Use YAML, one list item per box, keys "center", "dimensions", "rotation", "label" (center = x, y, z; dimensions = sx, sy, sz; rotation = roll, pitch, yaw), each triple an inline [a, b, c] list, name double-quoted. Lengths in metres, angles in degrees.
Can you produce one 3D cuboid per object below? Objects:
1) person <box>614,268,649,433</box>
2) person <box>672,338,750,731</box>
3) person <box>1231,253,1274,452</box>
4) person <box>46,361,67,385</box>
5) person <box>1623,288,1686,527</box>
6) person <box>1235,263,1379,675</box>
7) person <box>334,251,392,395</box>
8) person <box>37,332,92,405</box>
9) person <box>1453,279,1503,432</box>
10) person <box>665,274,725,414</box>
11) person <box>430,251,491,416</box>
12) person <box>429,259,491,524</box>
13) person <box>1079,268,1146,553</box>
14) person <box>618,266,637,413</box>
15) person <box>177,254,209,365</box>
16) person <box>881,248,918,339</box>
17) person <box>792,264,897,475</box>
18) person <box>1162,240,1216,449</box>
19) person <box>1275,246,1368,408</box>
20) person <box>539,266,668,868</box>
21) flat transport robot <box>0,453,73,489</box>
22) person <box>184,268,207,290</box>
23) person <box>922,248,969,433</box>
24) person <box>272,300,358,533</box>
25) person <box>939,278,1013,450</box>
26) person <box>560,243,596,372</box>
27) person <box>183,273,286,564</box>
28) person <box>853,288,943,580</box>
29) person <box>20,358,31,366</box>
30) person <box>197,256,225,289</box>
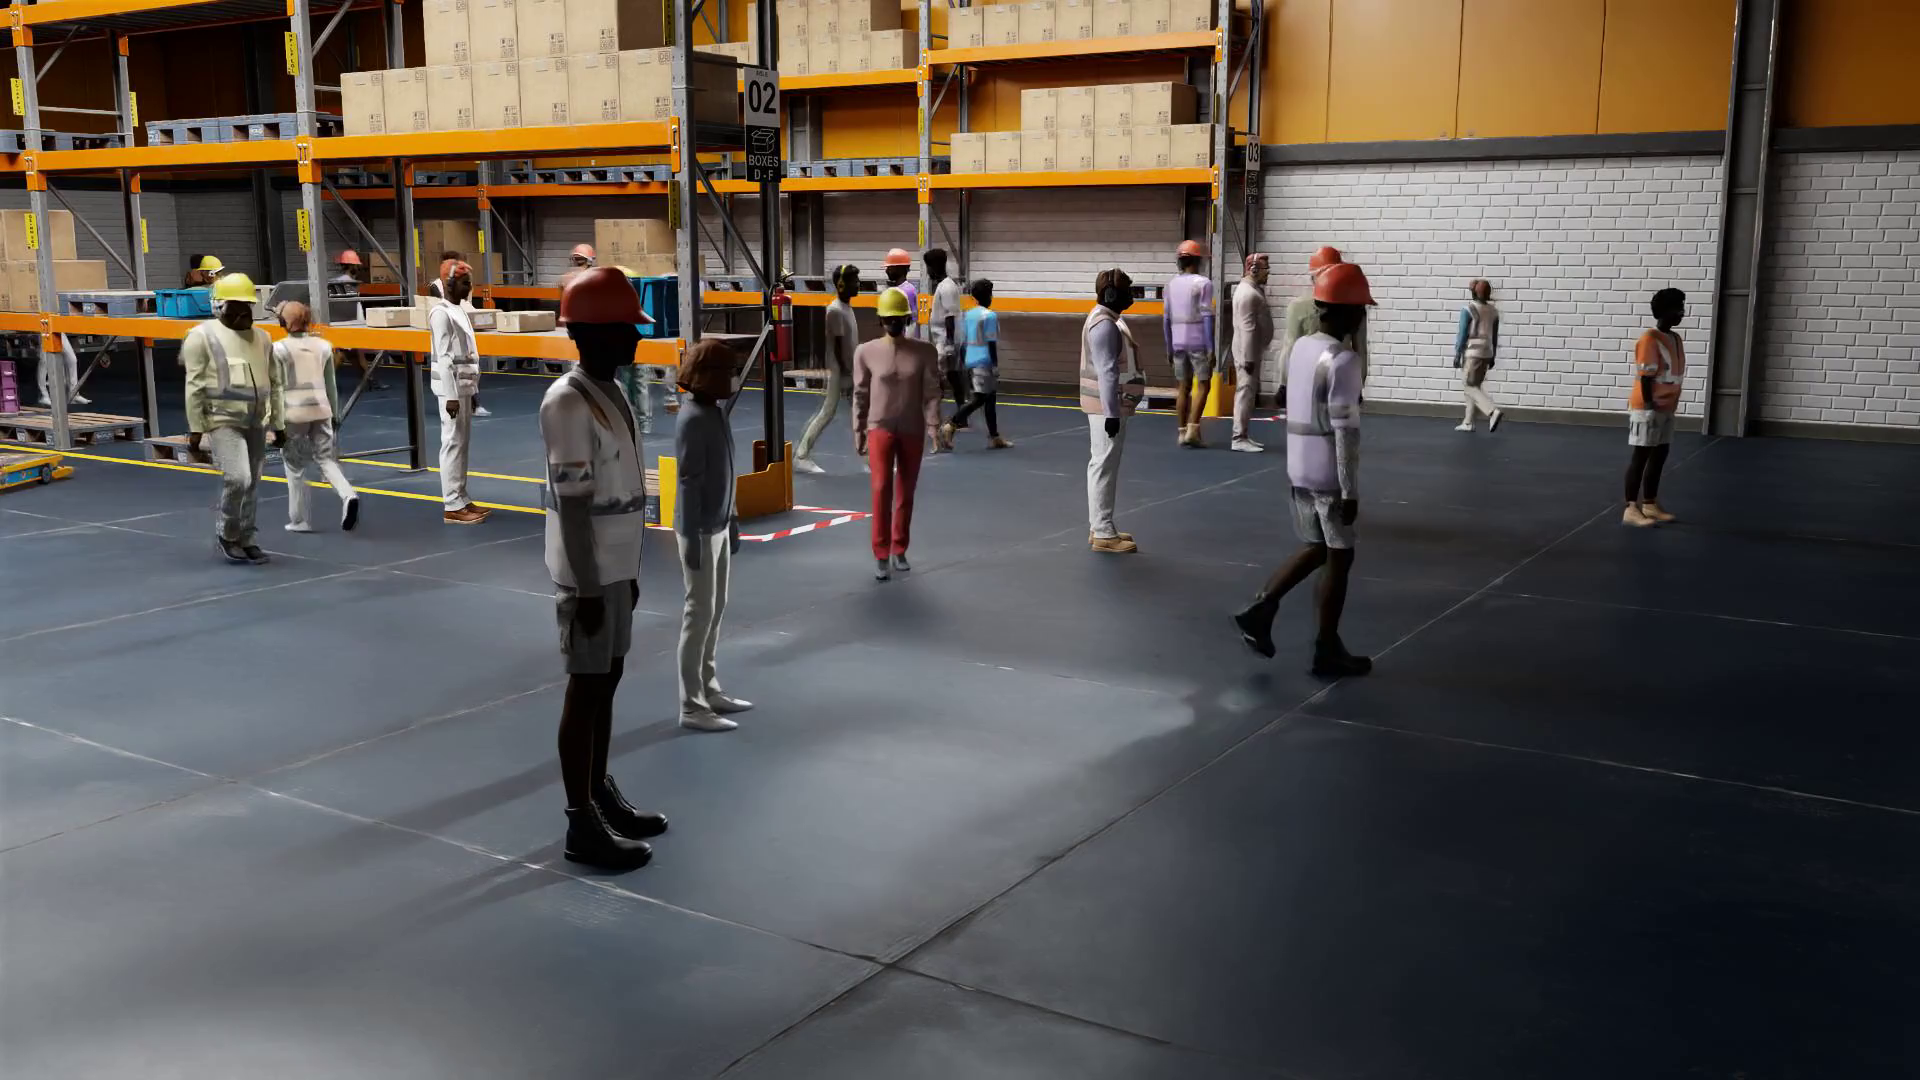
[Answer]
- center: [-3.521, -1.981, 17.456]
  dimensions: [0.555, 1.722, 0.514]
  rotation: [4, 11, 22]
  label: "person"
- center: [-1.042, -0.027, 6.938]
  dimensions: [0.286, 1.627, 0.508]
  rotation: [2, 10, 9]
  label: "person"
- center: [2.808, -1.792, 15.973]
  dimensions: [0.395, 1.900, 0.650]
  rotation: [2, 10, 9]
  label: "person"
- center: [-12.849, -3.114, 23.293]
  dimensions: [0.456, 1.904, 0.595]
  rotation: [-6, 12, -29]
  label: "person"
- center: [4.938, -0.936, 11.797]
  dimensions: [0.544, 1.690, 0.319]
  rotation: [-9, 14, -42]
  label: "person"
- center: [1.638, -0.307, 7.666]
  dimensions: [0.551, 1.917, 0.558]
  rotation: [-3, 11, -17]
  label: "person"
- center: [-8.041, -2.850, 21.868]
  dimensions: [1.014, 1.887, 0.569]
  rotation: [-9, 14, -41]
  label: "person"
- center: [-11.041, -2.548, 20.315]
  dimensions: [0.809, 1.842, 0.535]
  rotation: [4, 11, 20]
  label: "person"
- center: [5.446, -1.911, 17.365]
  dimensions: [0.516, 1.622, 0.657]
  rotation: [-6, 12, -31]
  label: "person"
- center: [-3.079, -2.369, 19.153]
  dimensions: [0.955, 1.894, 0.646]
  rotation: [8, 13, 37]
  label: "person"
- center: [-5.692, -2.333, 18.964]
  dimensions: [0.808, 1.885, 0.611]
  rotation: [7, 12, 34]
  label: "person"
- center: [-3.604, -1.062, 11.946]
  dimensions: [0.356, 1.886, 0.574]
  rotation: [-1, 10, -5]
  label: "person"
- center: [0.995, -0.848, 10.886]
  dimensions: [0.429, 1.844, 0.623]
  rotation: [0, 10, 3]
  label: "person"
- center: [-3.823, -2.253, 18.947]
  dimensions: [0.563, 1.728, 0.450]
  rotation: [-7, 12, -34]
  label: "person"
- center: [-12.281, -3.719, 26.942]
  dimensions: [0.937, 1.792, 0.639]
  rotation: [-1, 10, -8]
  label: "person"
- center: [-0.607, -1.930, 16.608]
  dimensions: [0.361, 1.935, 0.553]
  rotation: [-2, 11, -13]
  label: "person"
- center: [-1.022, -1.455, 14.327]
  dimensions: [0.990, 1.825, 0.541]
  rotation: [2, 11, 13]
  label: "person"
- center: [2.237, -1.898, 16.274]
  dimensions: [0.486, 2.013, 0.682]
  rotation: [-9, 13, -40]
  label: "person"
- center: [2.633, -1.154, 12.189]
  dimensions: [0.614, 1.978, 0.428]
  rotation: [-3, 11, -15]
  label: "person"
- center: [-1.157, 0.084, 5.450]
  dimensions: [0.372, 1.939, 0.544]
  rotation: [1, 10, 4]
  label: "person"
- center: [-7.910, -0.534, 13.495]
  dimensions: [0.652, 0.197, 1.431]
  rotation: [0, 10, 1]
  label: "flat transport robot"
- center: [-10.722, -3.008, 23.456]
  dimensions: [0.281, 1.624, 0.494]
  rotation: [5, 11, 25]
  label: "person"
- center: [-0.223, -2.078, 17.430]
  dimensions: [0.720, 1.927, 0.664]
  rotation: [0, 10, 0]
  label: "person"
- center: [-4.433, -0.827, 11.380]
  dimensions: [0.647, 1.616, 0.527]
  rotation: [8, 13, 37]
  label: "person"
- center: [0.135, -1.685, 16.002]
  dimensions: [0.766, 1.664, 0.543]
  rotation: [-4, 11, -22]
  label: "person"
- center: [-4.483, -2.558, 19.966]
  dimensions: [0.621, 1.972, 0.574]
  rotation: [3, 11, 19]
  label: "person"
- center: [-4.477, -0.738, 10.333]
  dimensions: [0.425, 1.817, 0.622]
  rotation: [6, 12, 29]
  label: "person"
- center: [-0.363, -0.631, 9.985]
  dimensions: [0.525, 1.736, 0.741]
  rotation: [-2, 10, -10]
  label: "person"
- center: [-14.575, -3.649, 26.348]
  dimensions: [0.594, 1.864, 0.710]
  rotation: [4, 11, 20]
  label: "person"
- center: [-8.958, -2.498, 20.047]
  dimensions: [0.404, 1.830, 0.602]
  rotation: [-5, 12, -27]
  label: "person"
